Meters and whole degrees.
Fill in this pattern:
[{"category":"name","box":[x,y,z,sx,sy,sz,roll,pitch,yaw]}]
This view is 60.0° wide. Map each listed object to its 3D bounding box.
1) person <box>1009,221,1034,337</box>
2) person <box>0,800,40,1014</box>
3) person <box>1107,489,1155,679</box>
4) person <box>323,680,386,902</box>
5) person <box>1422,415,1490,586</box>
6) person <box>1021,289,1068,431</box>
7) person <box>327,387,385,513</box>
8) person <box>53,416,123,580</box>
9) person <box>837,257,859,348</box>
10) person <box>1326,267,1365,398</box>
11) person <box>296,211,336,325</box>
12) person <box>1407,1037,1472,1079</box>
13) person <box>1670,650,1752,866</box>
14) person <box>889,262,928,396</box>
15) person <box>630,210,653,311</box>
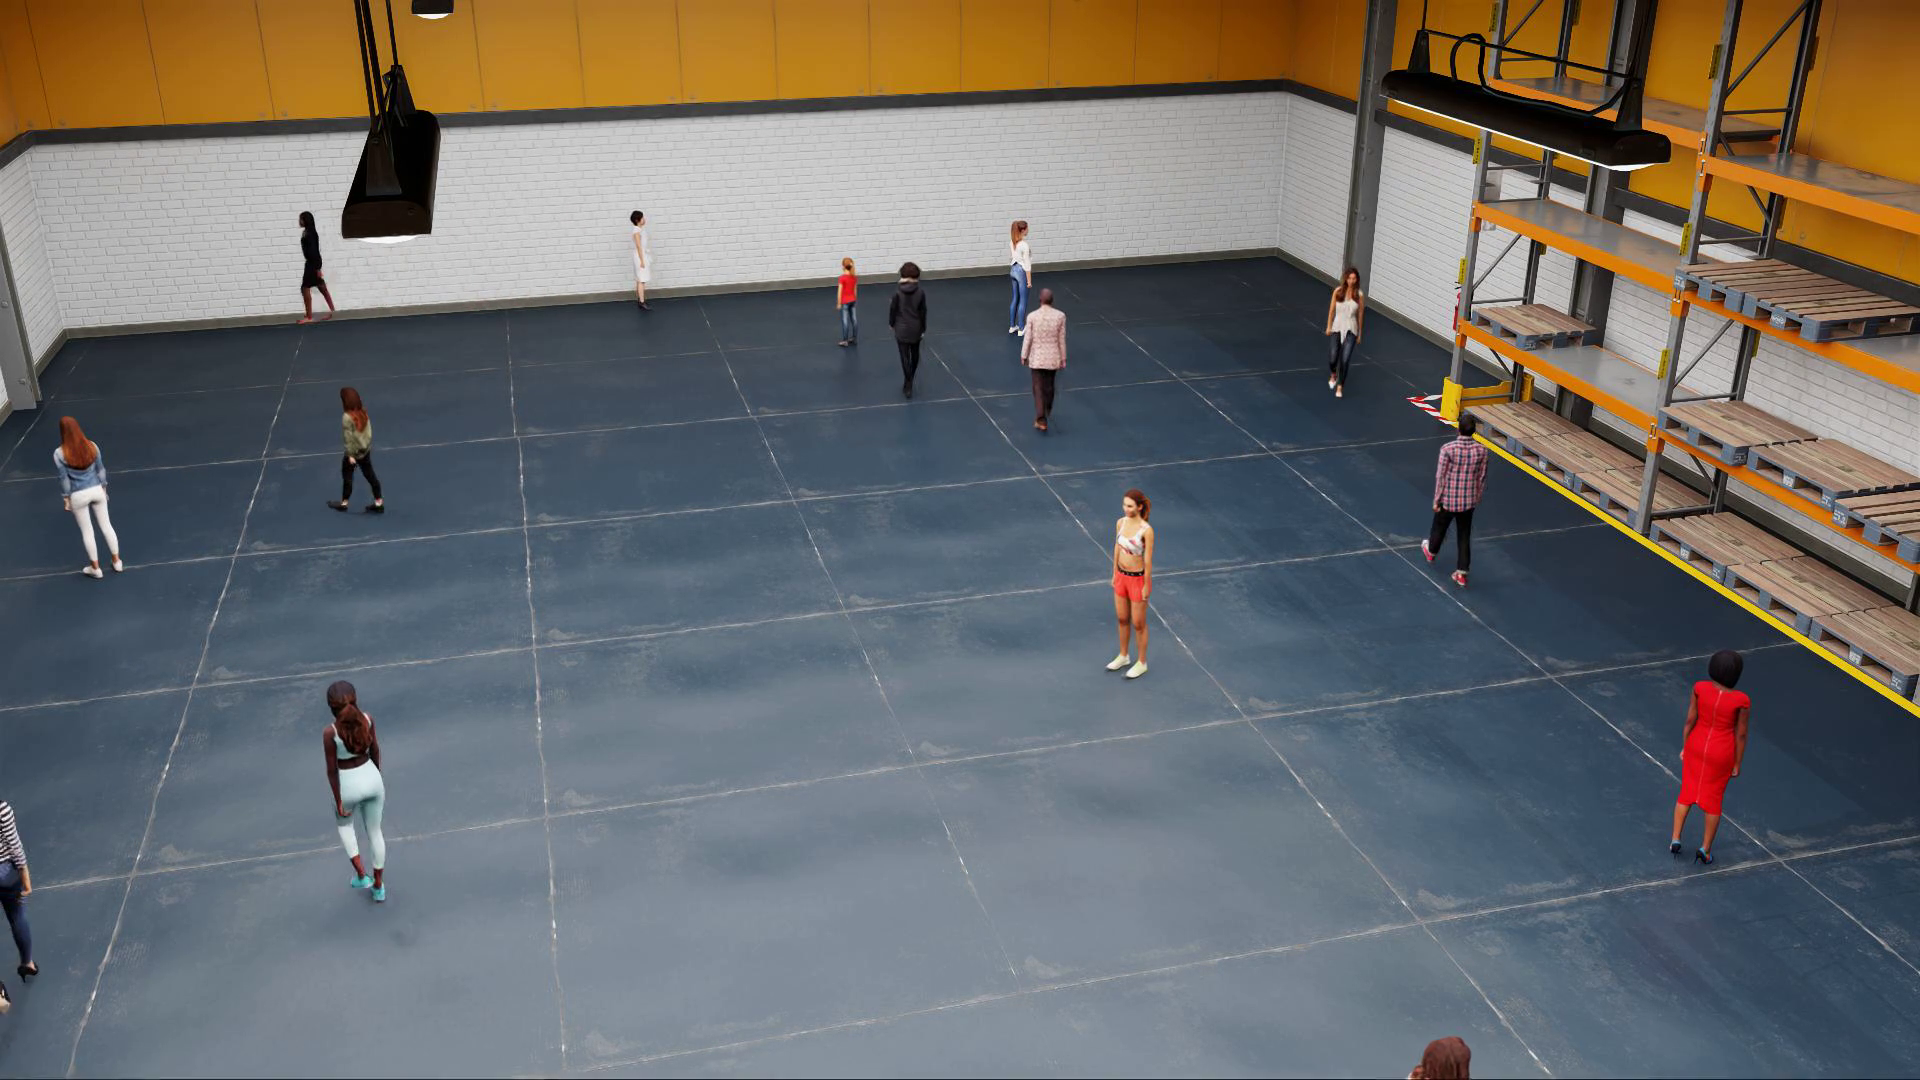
[{"category":"person","box":[0.900,-3.927,24.871,0.732,1.719,0.567,-14,27,-30]},{"category":"person","box":[-6.236,2.252,10.674,0.661,1.770,1.011,-8,25,-18]},{"category":"person","box":[1.559,0.372,14.954,0.710,1.786,0.610,-22,32,-40]},{"category":"person","box":[-4.225,1.803,11.773,0.667,1.712,0.709,-17,29,-34]},{"category":"person","box":[5.040,-0.378,16.746,0.887,1.726,1.187,-1,24,-2]},{"category":"person","box":[1.068,-2.241,20.956,0.729,1.768,1.096,-5,24,-11]},{"category":"person","box":[-6.616,-0.973,18.446,0.909,1.453,0.918,5,24,12]},{"category":"person","box":[-8.884,-0.441,16.923,0.699,1.700,0.690,20,30,37]},{"category":"person","box":[-1.628,-3.495,24.397,0.545,1.308,0.584,-21,31,-39]},{"category":"person","box":[5.140,-2.802,22.240,0.775,1.766,0.844,4,24,10]},{"category":"person","box":[-9.809,-4.179,25.477,0.822,1.696,0.894,-12,26,-25]},{"category":"person","box":[2.304,3.248,8.363,0.659,1.795,0.475,-6,24,-13]},{"category":"person","box":[5.503,1.591,12.218,0.611,1.744,0.705,18,29,35]},{"category":"person","box":[-0.678,-2.785,22.252,0.647,1.725,1.098,-6,24,-12]},{"category":"person","box":[-5.034,-4.421,26.207,0.620,1.556,0.464,-5,24,-11]}]
